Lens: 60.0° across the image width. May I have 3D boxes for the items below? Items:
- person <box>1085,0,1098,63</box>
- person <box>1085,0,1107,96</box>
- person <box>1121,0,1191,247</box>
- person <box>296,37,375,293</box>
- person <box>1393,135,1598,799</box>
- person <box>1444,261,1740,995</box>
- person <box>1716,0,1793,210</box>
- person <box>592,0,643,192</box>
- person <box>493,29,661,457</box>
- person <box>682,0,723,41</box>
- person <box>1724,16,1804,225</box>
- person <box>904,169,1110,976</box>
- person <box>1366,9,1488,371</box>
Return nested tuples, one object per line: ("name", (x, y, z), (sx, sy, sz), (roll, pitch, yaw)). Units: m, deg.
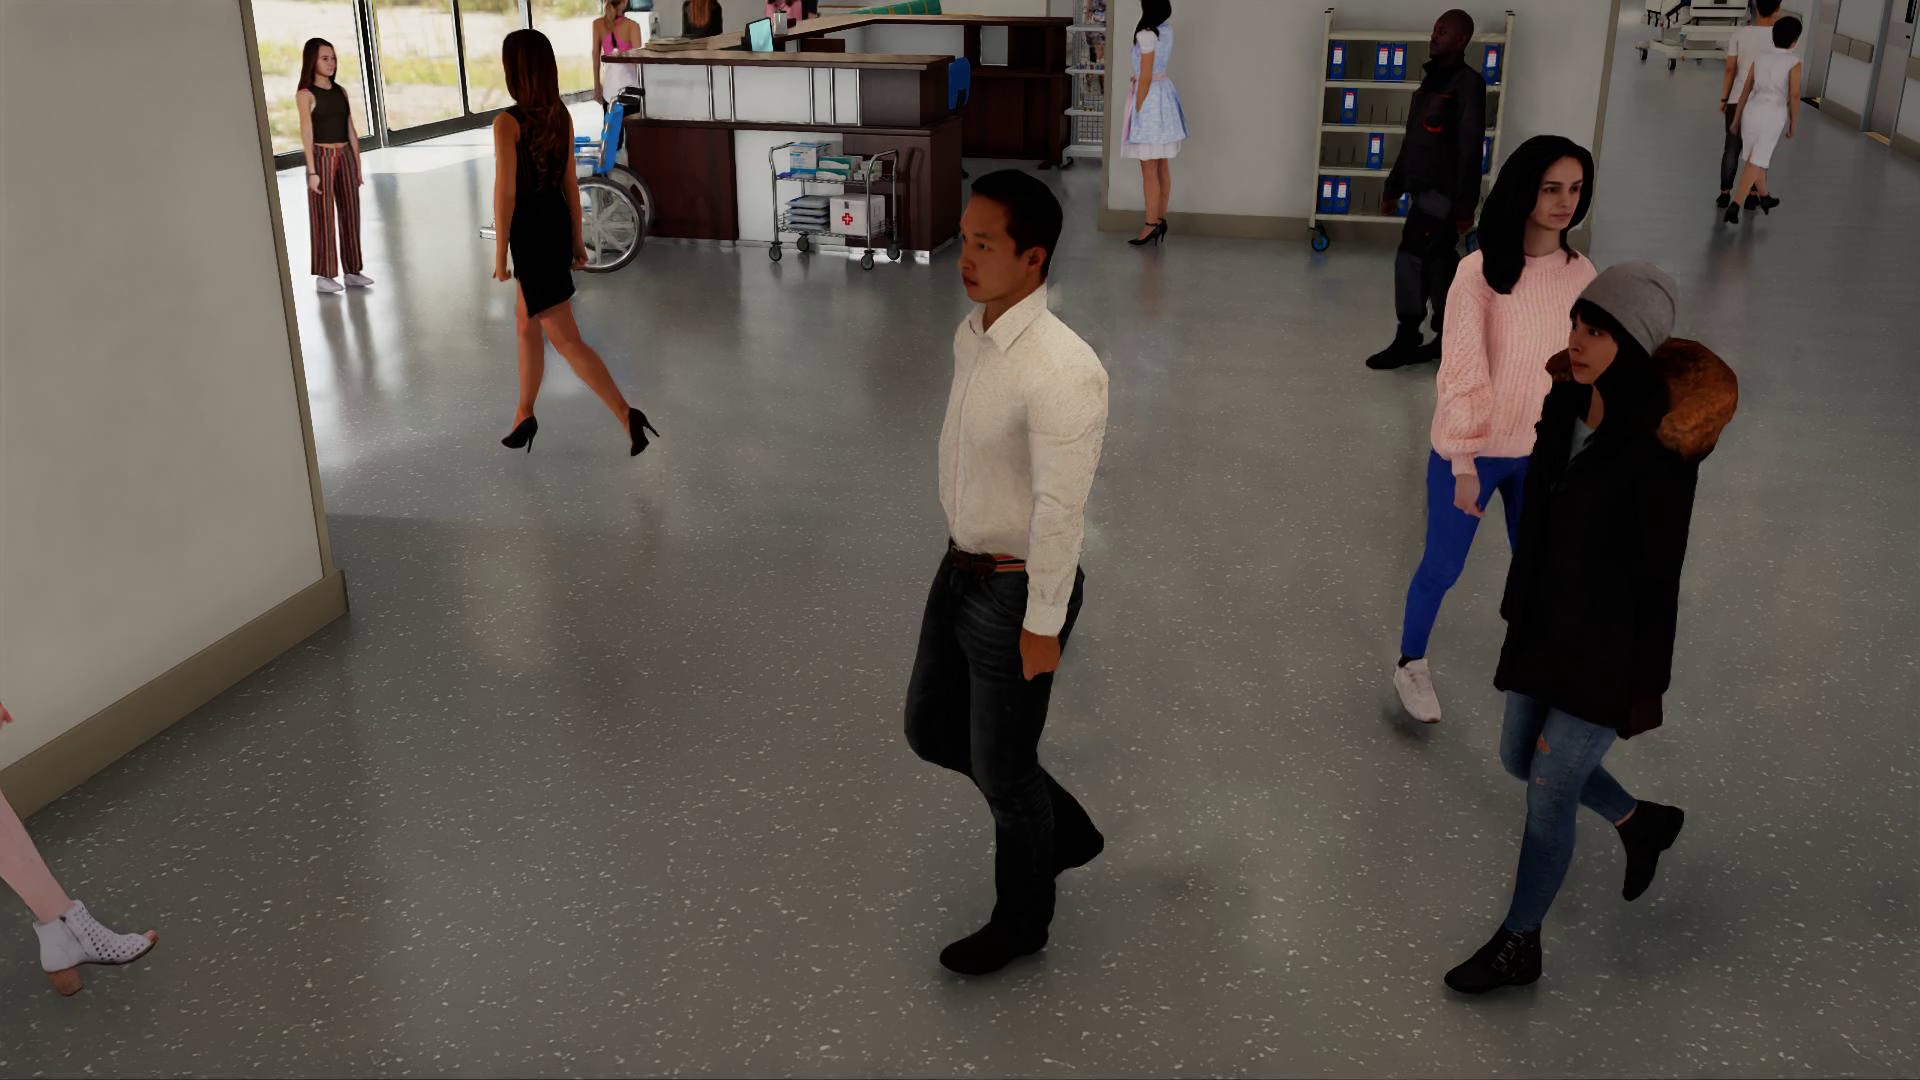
("person", (2.130, -8.096, 26.012), (0.601, 1.271, 0.558), (6, 22, 16))
("person", (1.797, -6.593, 21.415), (0.959, 1.716, 0.849), (13, 24, 30))
("person", (1.375, -3.021, 11.851), (0.807, 1.810, 0.781), (12, 24, 29))
("person", (-3.962, -2.354, 10.444), (0.620, 1.559, 0.643), (15, 25, 34))
("person", (1.411, -0.197, 4.540), (1.221, 1.708, 1.045), (-4, 21, -9))
("person", (1.393, 0.211, 3.585), (1.033, 1.621, 0.930), (-8, 22, -21))
("person", (6.378, -3.554, 13.385), (0.549, 1.721, 0.736), (11, 23, 27))
("person", (-2.705, -3.463, 13.074), (0.878, 1.770, 0.719), (7, 22, 19))
("person", (-1.664, -1.146, 6.914), (1.185, 1.800, 0.786), (12, 24, 28))
("person", (-2.681, -4.978, 17.186), (0.971, 1.690, 0.675), (5, 21, 12))
("person", (6.007, -3.106, 12.512), (1.032, 1.500, 1.051), (-16, 26, -36))
("person", (0.183, 0.107, 3.614), (0.896, 1.795, 0.843), (-9, 23, -23))
("person", (2.580, -1.812, 8.658), (1.028, 1.811, 0.913), (-4, 21, -10))
